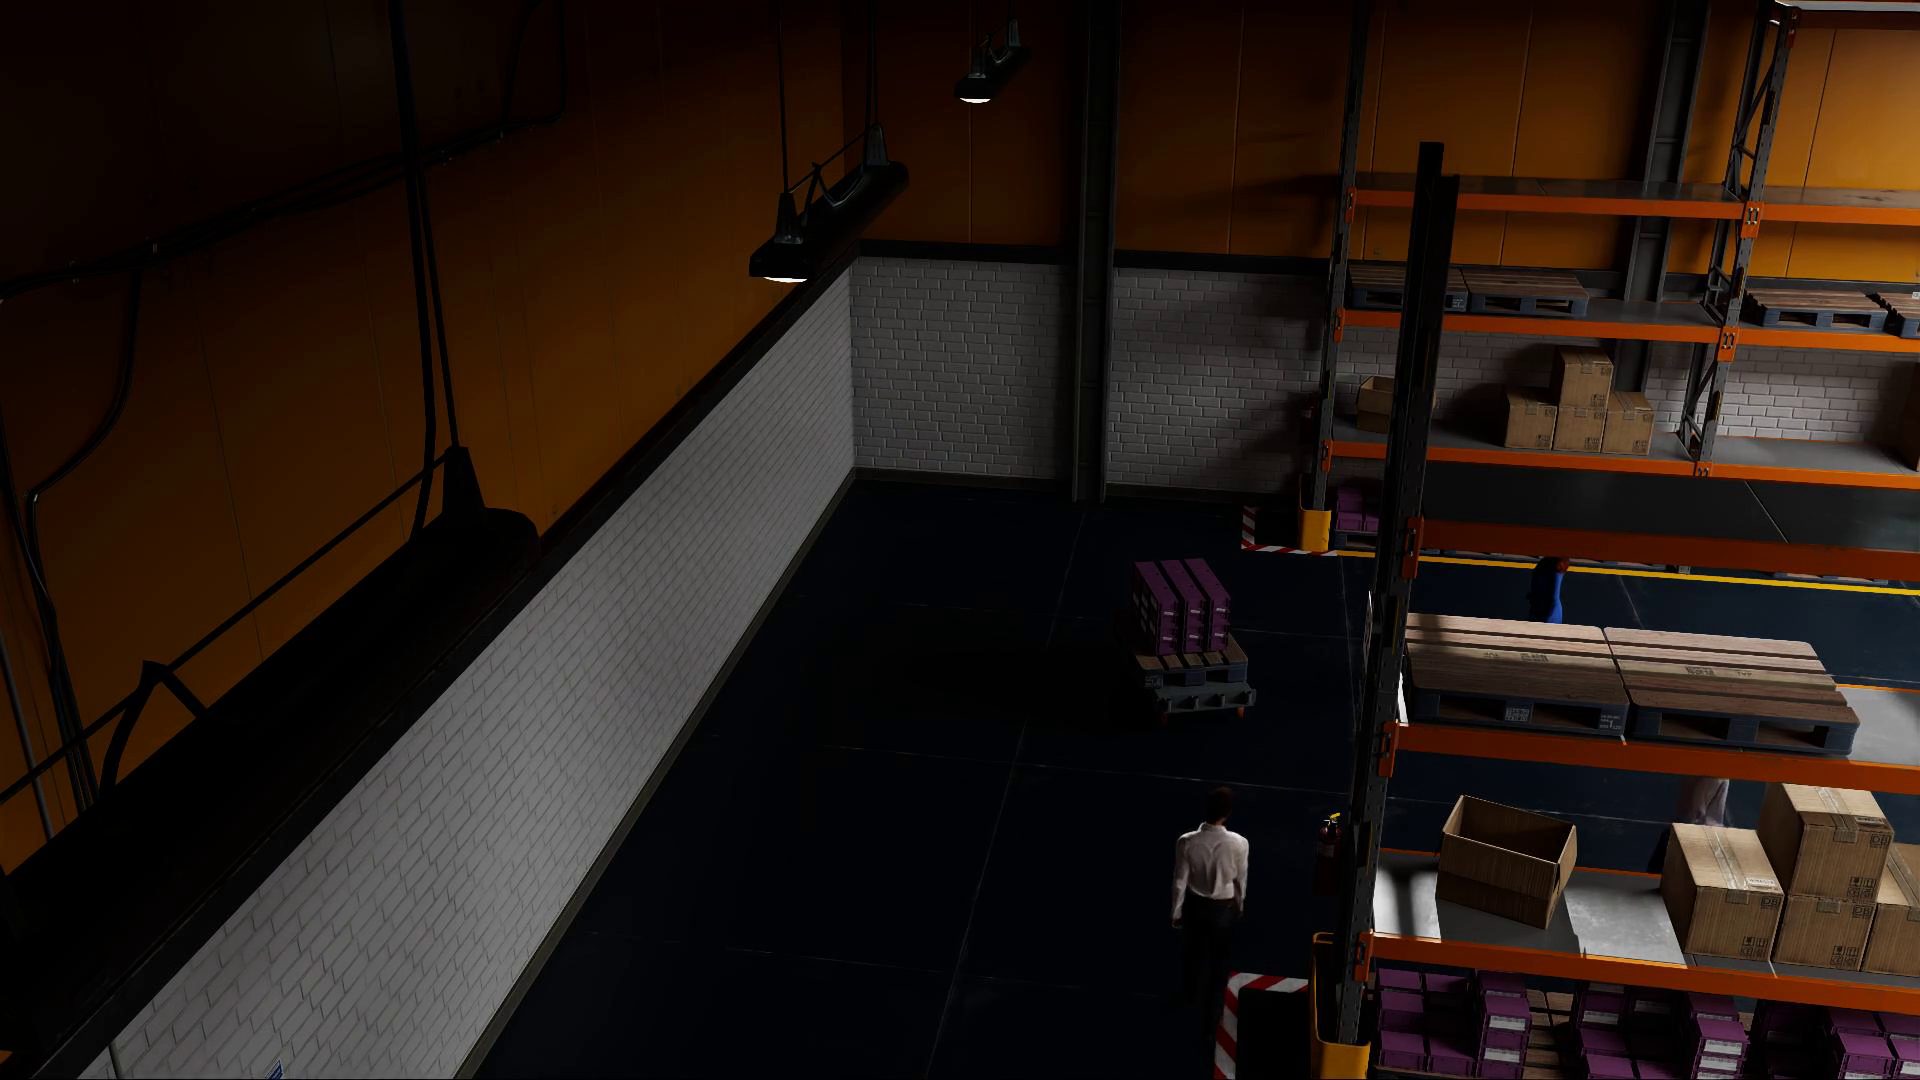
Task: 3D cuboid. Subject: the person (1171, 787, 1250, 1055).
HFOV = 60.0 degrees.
[{"bbox_3d":[1.678,2.545,11.092,1.096,1.834,0.707,5,24,11],"label":"person"}]
